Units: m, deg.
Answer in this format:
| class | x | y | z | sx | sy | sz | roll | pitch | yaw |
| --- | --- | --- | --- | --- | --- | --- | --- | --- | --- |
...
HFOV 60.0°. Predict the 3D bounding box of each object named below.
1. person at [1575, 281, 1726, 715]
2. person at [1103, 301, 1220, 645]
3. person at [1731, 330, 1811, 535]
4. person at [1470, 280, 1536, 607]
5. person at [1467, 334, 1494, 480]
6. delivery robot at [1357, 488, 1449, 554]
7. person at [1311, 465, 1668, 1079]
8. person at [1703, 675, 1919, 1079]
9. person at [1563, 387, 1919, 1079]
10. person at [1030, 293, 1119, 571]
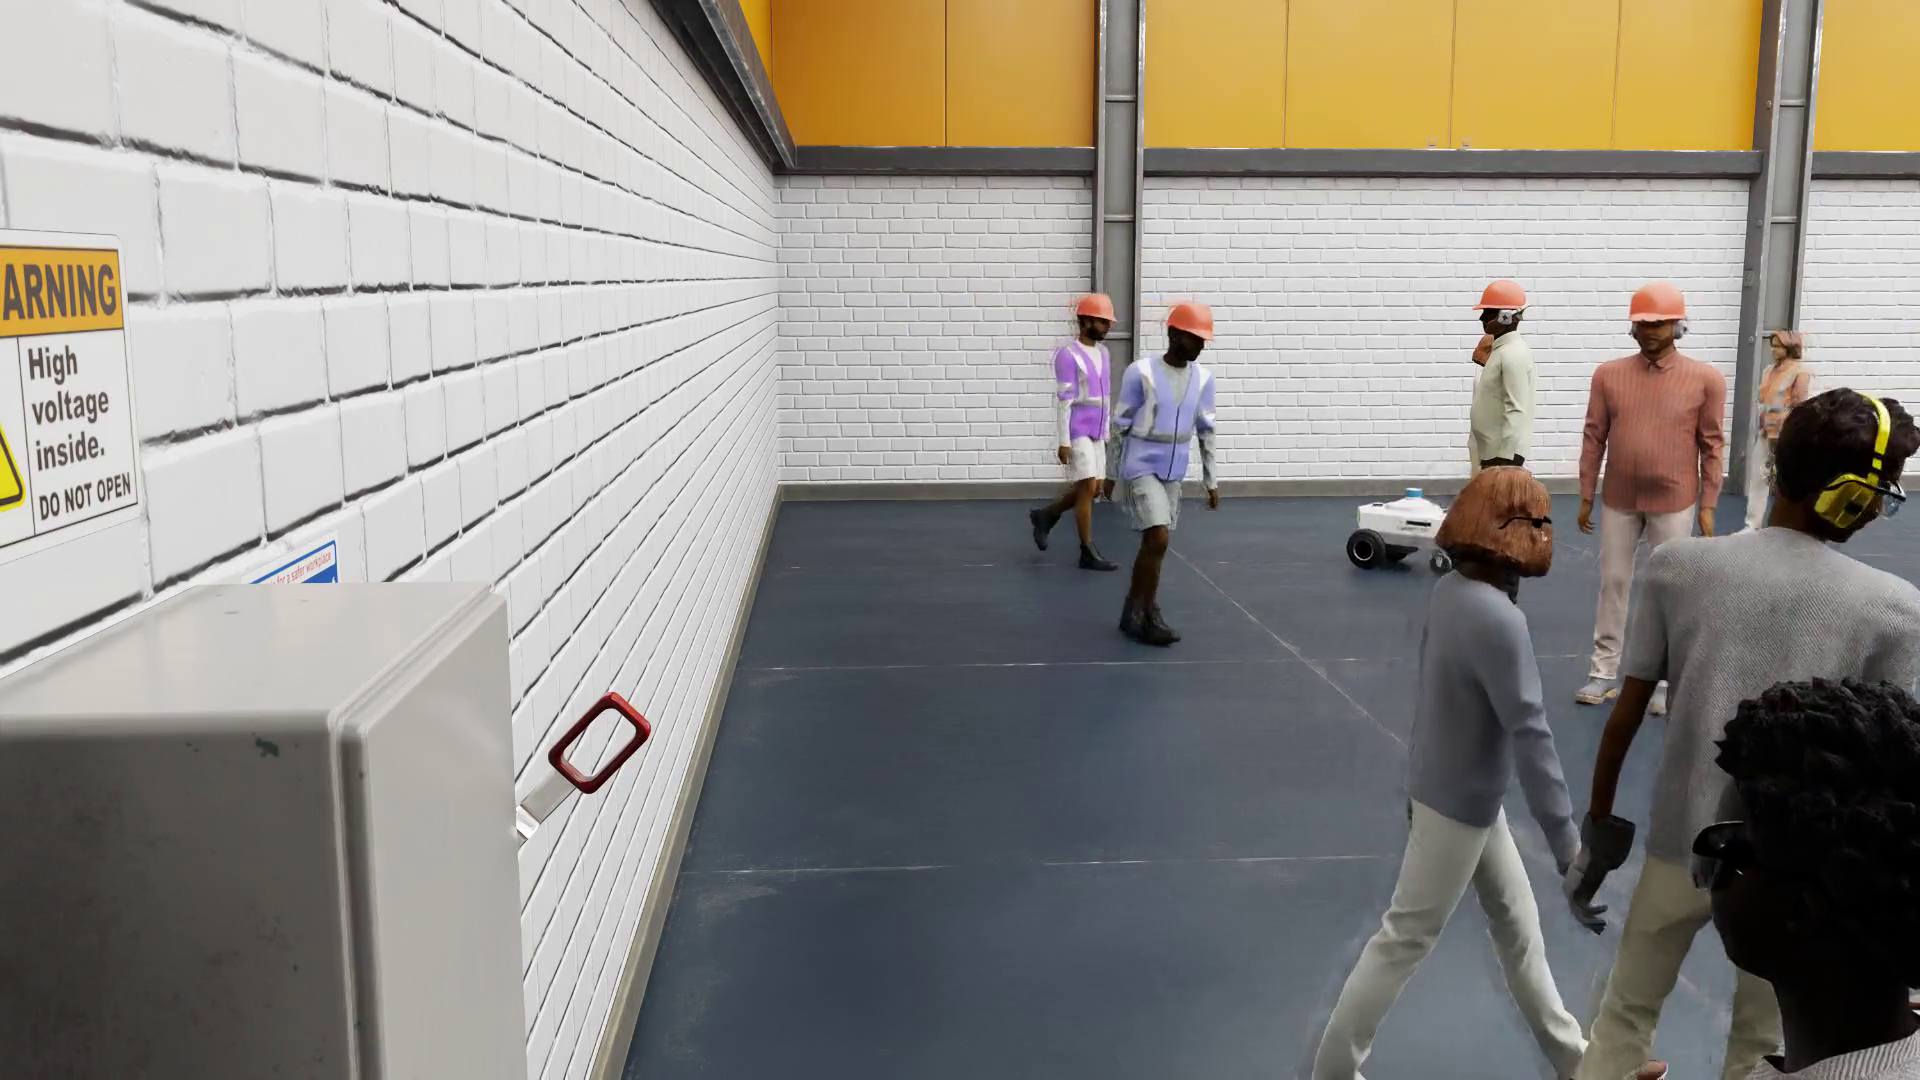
| class | x | y | z | sx | sy | sz | roll | pitch | yaw |
| --- | --- | --- | --- | --- | --- | --- | --- | --- | --- |
| person | 3.177 | -0.192 | 7.705 | 0.622 | 1.992 | 0.394 | 7 | 11 | 36 |
| person | 1.113 | -0.366 | 9.148 | 0.564 | 1.877 | 0.704 | -5 | 10 | -27 |
| person | 6.327 | -0.797 | 12.698 | 0.709 | 1.618 | 0.521 | -1 | 9 | -8 |
| person | 3.182 | -0.530 | 9.825 | 0.381 | 1.994 | 0.622 | 2 | 9 | 10 |
| person | 3.645 | -0.611 | 11.472 | 0.285 | 1.633 | 0.498 | 4 | 10 | 26 |
| delivery robot | 3.108 | -0.113 | 11.427 | 0.707 | 0.478 | 0.477 | 7 | 12 | 39 |
| person | 1.238 | 0.624 | 3.869 | 0.885 | 1.583 | 0.509 | 1 | 9 | 7 |
| person | 0.721 | 0.953 | 1.450 | 0.535 | 1.697 | 0.318 | -9 | 12 | -43 |
| person | 1.409 | 0.618 | 3.160 | 0.692 | 1.825 | 0.383 | 6 | 11 | 34 |
| person | 0.801 | -0.757 | 11.550 | 0.751 | 1.907 | 0.555 | 7 | 12 | 39 |
